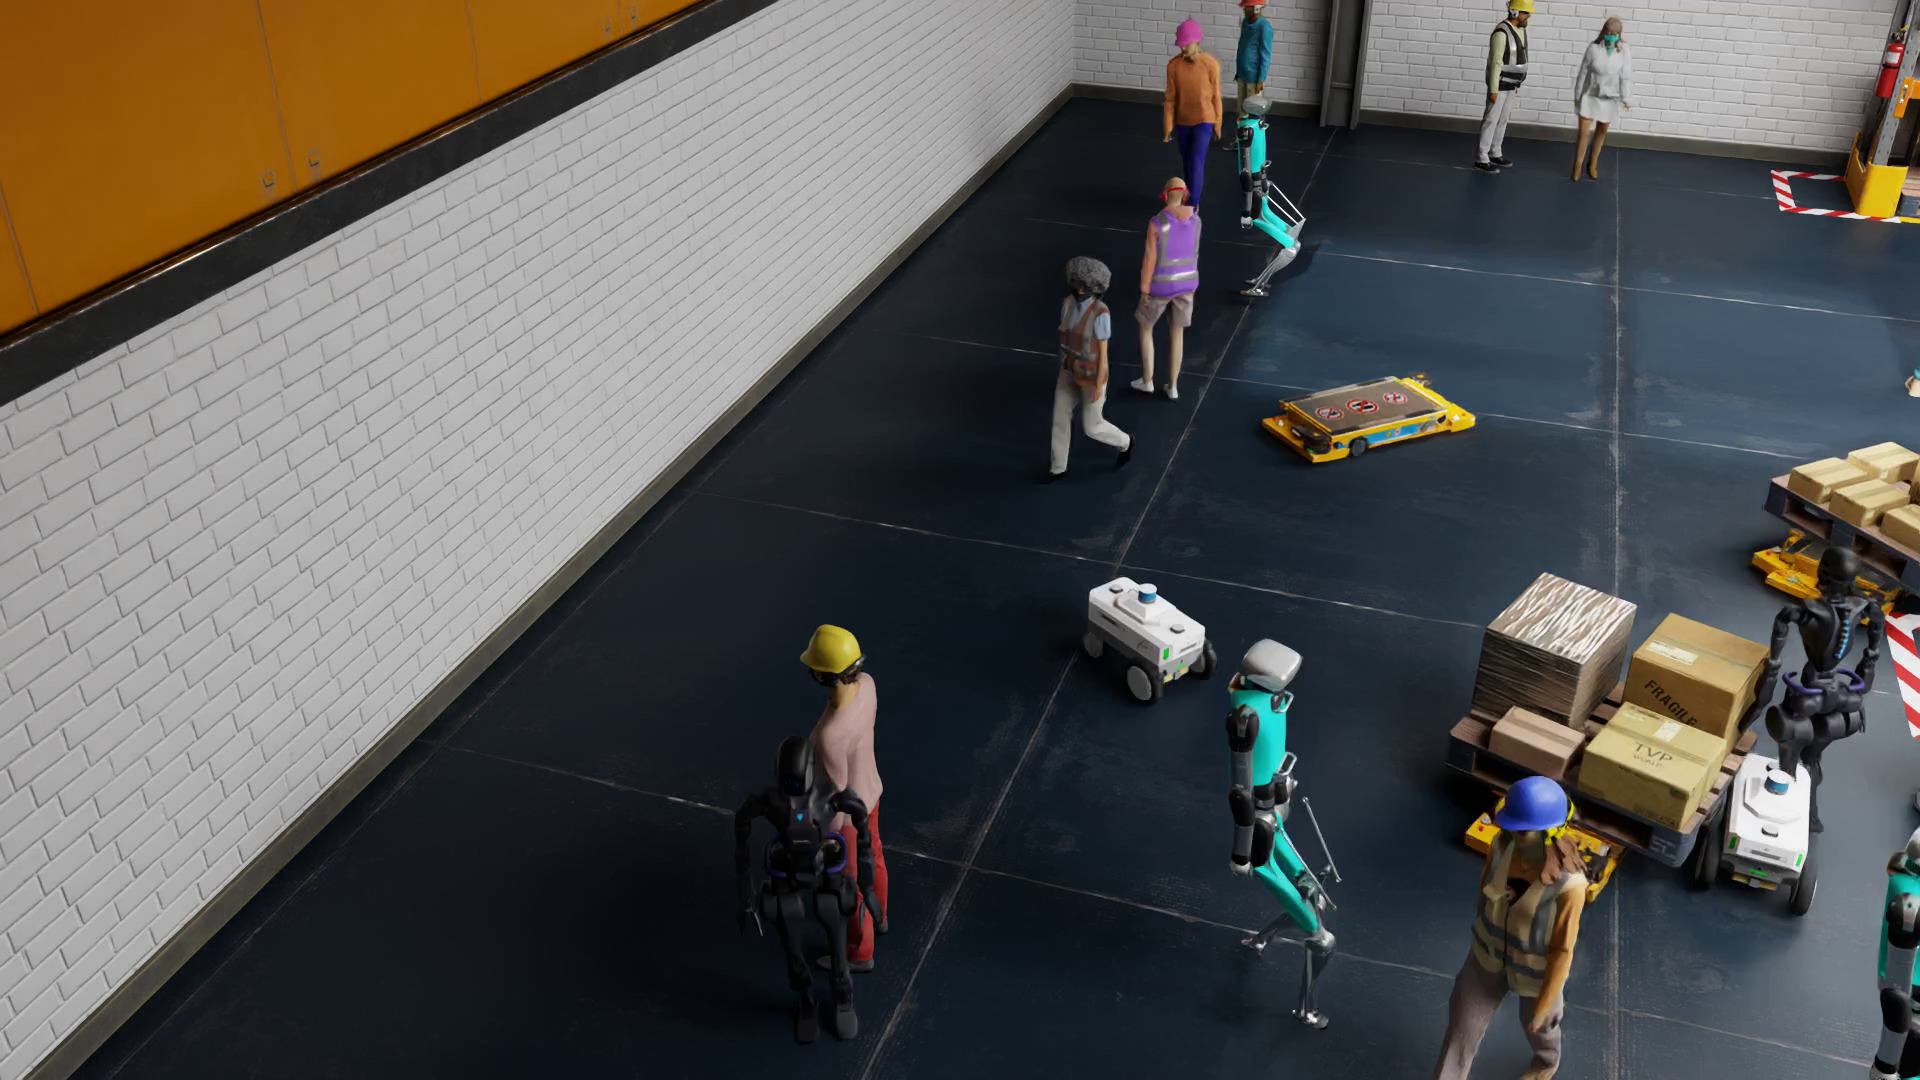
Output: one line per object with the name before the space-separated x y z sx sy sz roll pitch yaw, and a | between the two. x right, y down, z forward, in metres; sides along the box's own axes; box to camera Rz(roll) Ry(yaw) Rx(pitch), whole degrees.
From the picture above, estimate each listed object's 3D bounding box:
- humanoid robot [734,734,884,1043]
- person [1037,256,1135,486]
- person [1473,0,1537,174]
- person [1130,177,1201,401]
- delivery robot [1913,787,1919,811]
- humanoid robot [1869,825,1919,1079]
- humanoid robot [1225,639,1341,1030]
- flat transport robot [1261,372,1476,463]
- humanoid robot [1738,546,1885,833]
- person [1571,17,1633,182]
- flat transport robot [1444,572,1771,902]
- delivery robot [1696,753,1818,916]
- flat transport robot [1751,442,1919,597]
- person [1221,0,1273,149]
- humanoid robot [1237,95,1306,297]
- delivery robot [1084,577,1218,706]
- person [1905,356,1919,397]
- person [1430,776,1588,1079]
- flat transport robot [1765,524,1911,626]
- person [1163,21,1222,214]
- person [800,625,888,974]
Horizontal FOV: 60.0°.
humanoid robot | -0.622 1.427 6.808 0.612 1.639 0.357 -3 31 -5
person | 0.876 -1.146 11.197 0.636 1.664 0.456 -23 38 -34
person | 5.606 -4.704 17.099 0.403 1.825 0.589 23 38 34
person | 1.566 -1.853 12.399 0.508 1.667 0.441 -10 32 -17
delivery robot | 5.172 1.261 8.190 0.499 0.587 0.791 -15 34 -24
humanoid robot | 3.654 1.850 6.030 0.872 1.774 0.599 22 37 33
humanoid robot | 1.488 1.275 7.058 0.811 1.809 0.531 13 33 21
flat transport robot | 2.990 -0.899 12.155 1.431 0.231 0.659 -13 33 -21
humanoid robot | 4.069 0.793 7.907 0.593 1.644 0.398 -2 31 -3
person | 6.487 -4.438 16.813 0.514 1.638 0.565 4 31 8
flat transport robot | 3.191 1.268 8.469 0.659 0.231 1.431 23 38 34
delivery robot | 3.864 1.390 7.997 0.499 0.613 0.817 13 33 21
flat transport robot | 5.791 0.084 10.483 1.431 0.231 0.659 -13 33 -21
person | 3.039 -4.924 17.541 0.351 1.745 0.574 -10 32 -16
humanoid robot | 2.626 -2.840 13.876 0.735 1.677 0.533 11 32 19
delivery robot | 1.064 0.543 9.435 0.499 0.611 0.804 -21 36 -31
person | 7.486 -1.904 12.300 0.505 1.862 0.394 13 33 21
person | 2.151 1.628 6.415 0.916 1.725 0.463 -24 38 -34
flat transport robot | 5.739 0.102 10.452 1.431 0.231 0.659 -23 37 -34
person | 2.153 -3.898 15.627 0.536 1.927 0.891 15 34 24
person | -0.509 1.129 7.227 0.324 1.766 0.532 8 31 14
